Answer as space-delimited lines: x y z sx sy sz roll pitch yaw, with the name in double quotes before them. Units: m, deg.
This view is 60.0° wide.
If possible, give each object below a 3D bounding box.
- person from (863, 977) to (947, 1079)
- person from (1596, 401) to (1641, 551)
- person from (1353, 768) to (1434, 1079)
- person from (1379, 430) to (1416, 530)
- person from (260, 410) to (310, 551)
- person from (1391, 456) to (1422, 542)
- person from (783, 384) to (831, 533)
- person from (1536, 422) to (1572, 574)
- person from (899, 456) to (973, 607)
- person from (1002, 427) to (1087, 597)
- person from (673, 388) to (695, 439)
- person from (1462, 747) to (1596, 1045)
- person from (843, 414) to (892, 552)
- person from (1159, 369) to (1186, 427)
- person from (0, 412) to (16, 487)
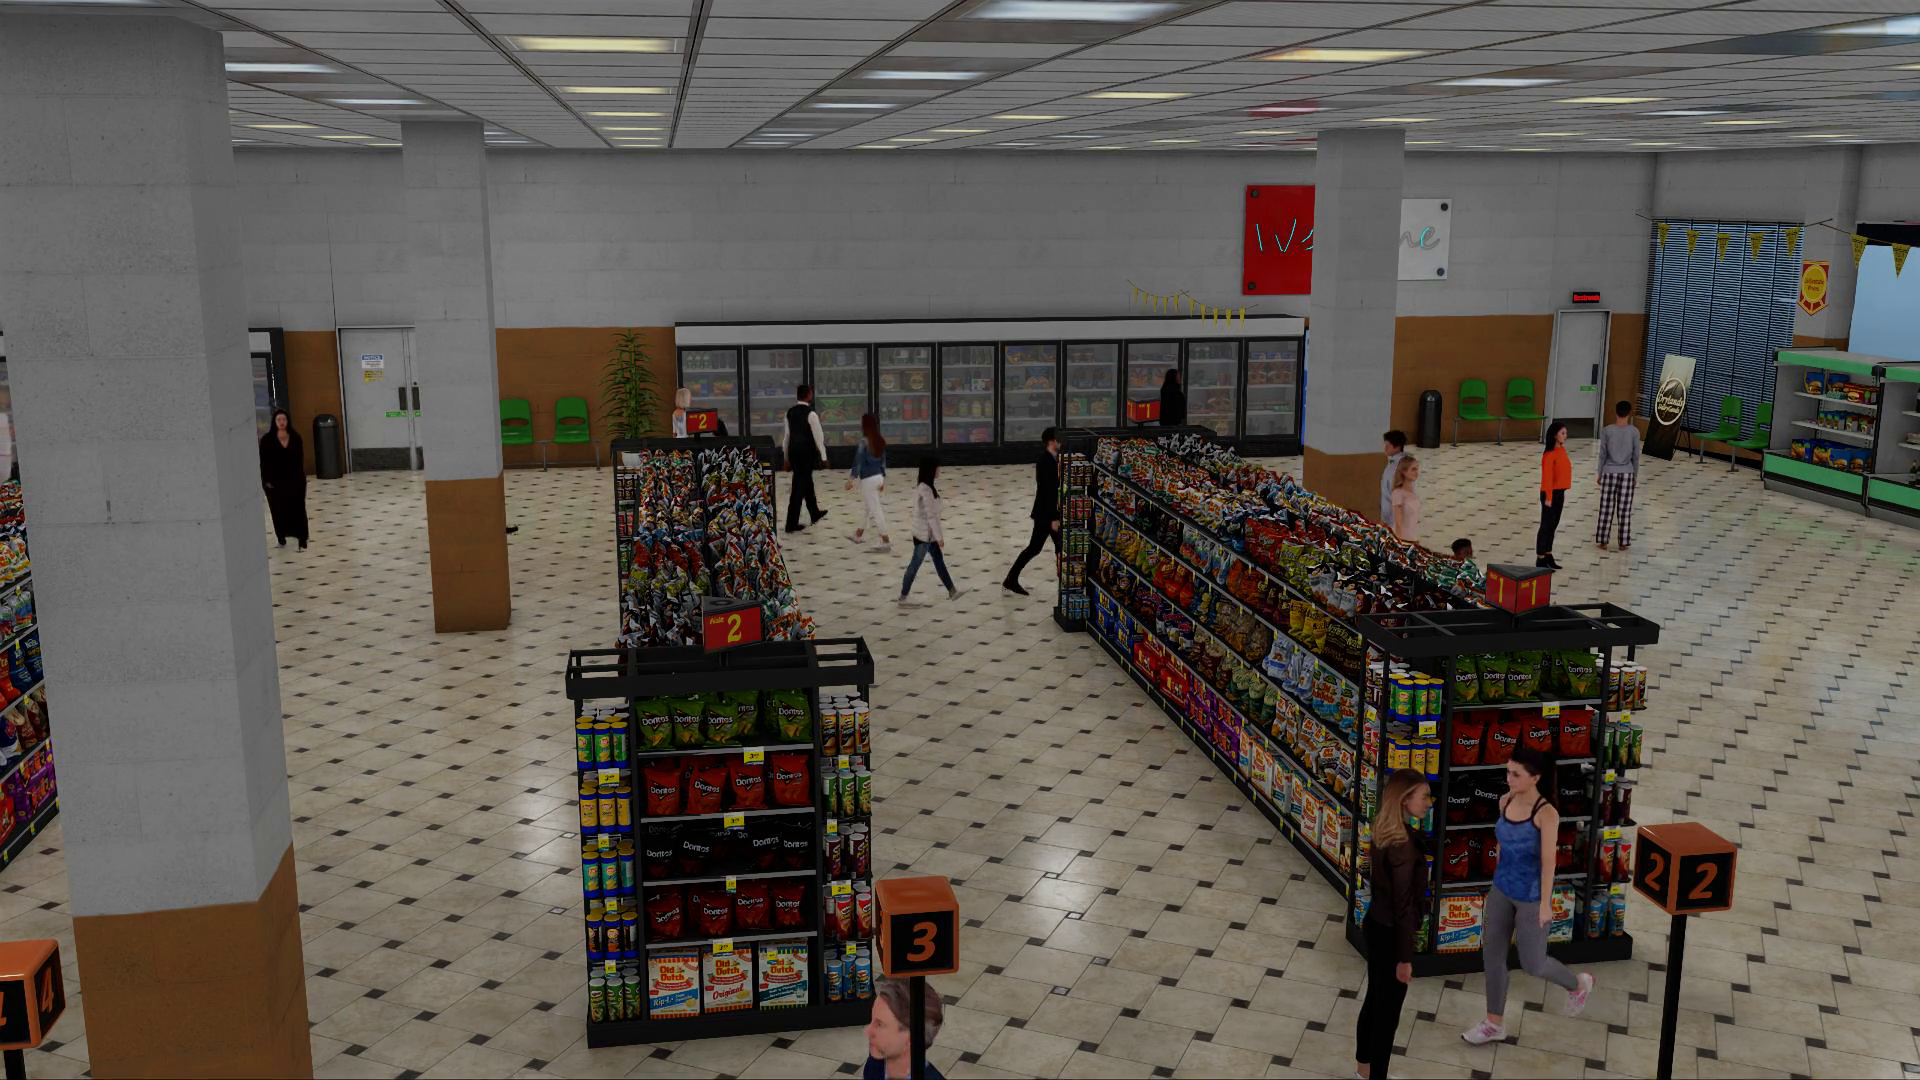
"person" -0.192 2.330 5.556 0.780 1.872 0.596 -6 13 -27
"person" 8.100 -0.798 20.470 0.702 1.847 0.697 4 13 18
"person" 2.060 1.907 7.973 0.701 1.703 0.512 0 12 2
"person" 4.668 -0.195 17.462 1.023 1.907 0.962 10 15 38
"person" -8.329 -0.717 20.425 0.940 1.706 1.224 -7 14 -30
"person" 4.252 0.087 16.411 0.952 1.788 1.198 -10 15 -39
"person" -2.099 -1.025 21.462 1.171 1.883 1.181 10 15 40
"person" 6.889 -0.512 19.351 0.753 1.749 0.702 9 15 37
"person" -0.442 -0.060 17.570 0.757 1.598 0.974 -1 12 -6
"person" 0.858 -0.274 17.970 1.015 1.851 1.248 1 12 6
"person" -3.737 -1.190 22.569 0.618 1.750 0.705 11 16 43
"person" 2.951 1.837 8.577 0.754 1.591 0.941 -5 13 -22
"person" -1.000 -0.676 20.337 1.049 1.663 1.036 6 13 26
"person" 3.314 -1.889 26.222 0.784 1.612 0.666 -6 13 -27
"person" -13.149 -1.179 22.671 0.747 1.686 0.665 6 13 28
